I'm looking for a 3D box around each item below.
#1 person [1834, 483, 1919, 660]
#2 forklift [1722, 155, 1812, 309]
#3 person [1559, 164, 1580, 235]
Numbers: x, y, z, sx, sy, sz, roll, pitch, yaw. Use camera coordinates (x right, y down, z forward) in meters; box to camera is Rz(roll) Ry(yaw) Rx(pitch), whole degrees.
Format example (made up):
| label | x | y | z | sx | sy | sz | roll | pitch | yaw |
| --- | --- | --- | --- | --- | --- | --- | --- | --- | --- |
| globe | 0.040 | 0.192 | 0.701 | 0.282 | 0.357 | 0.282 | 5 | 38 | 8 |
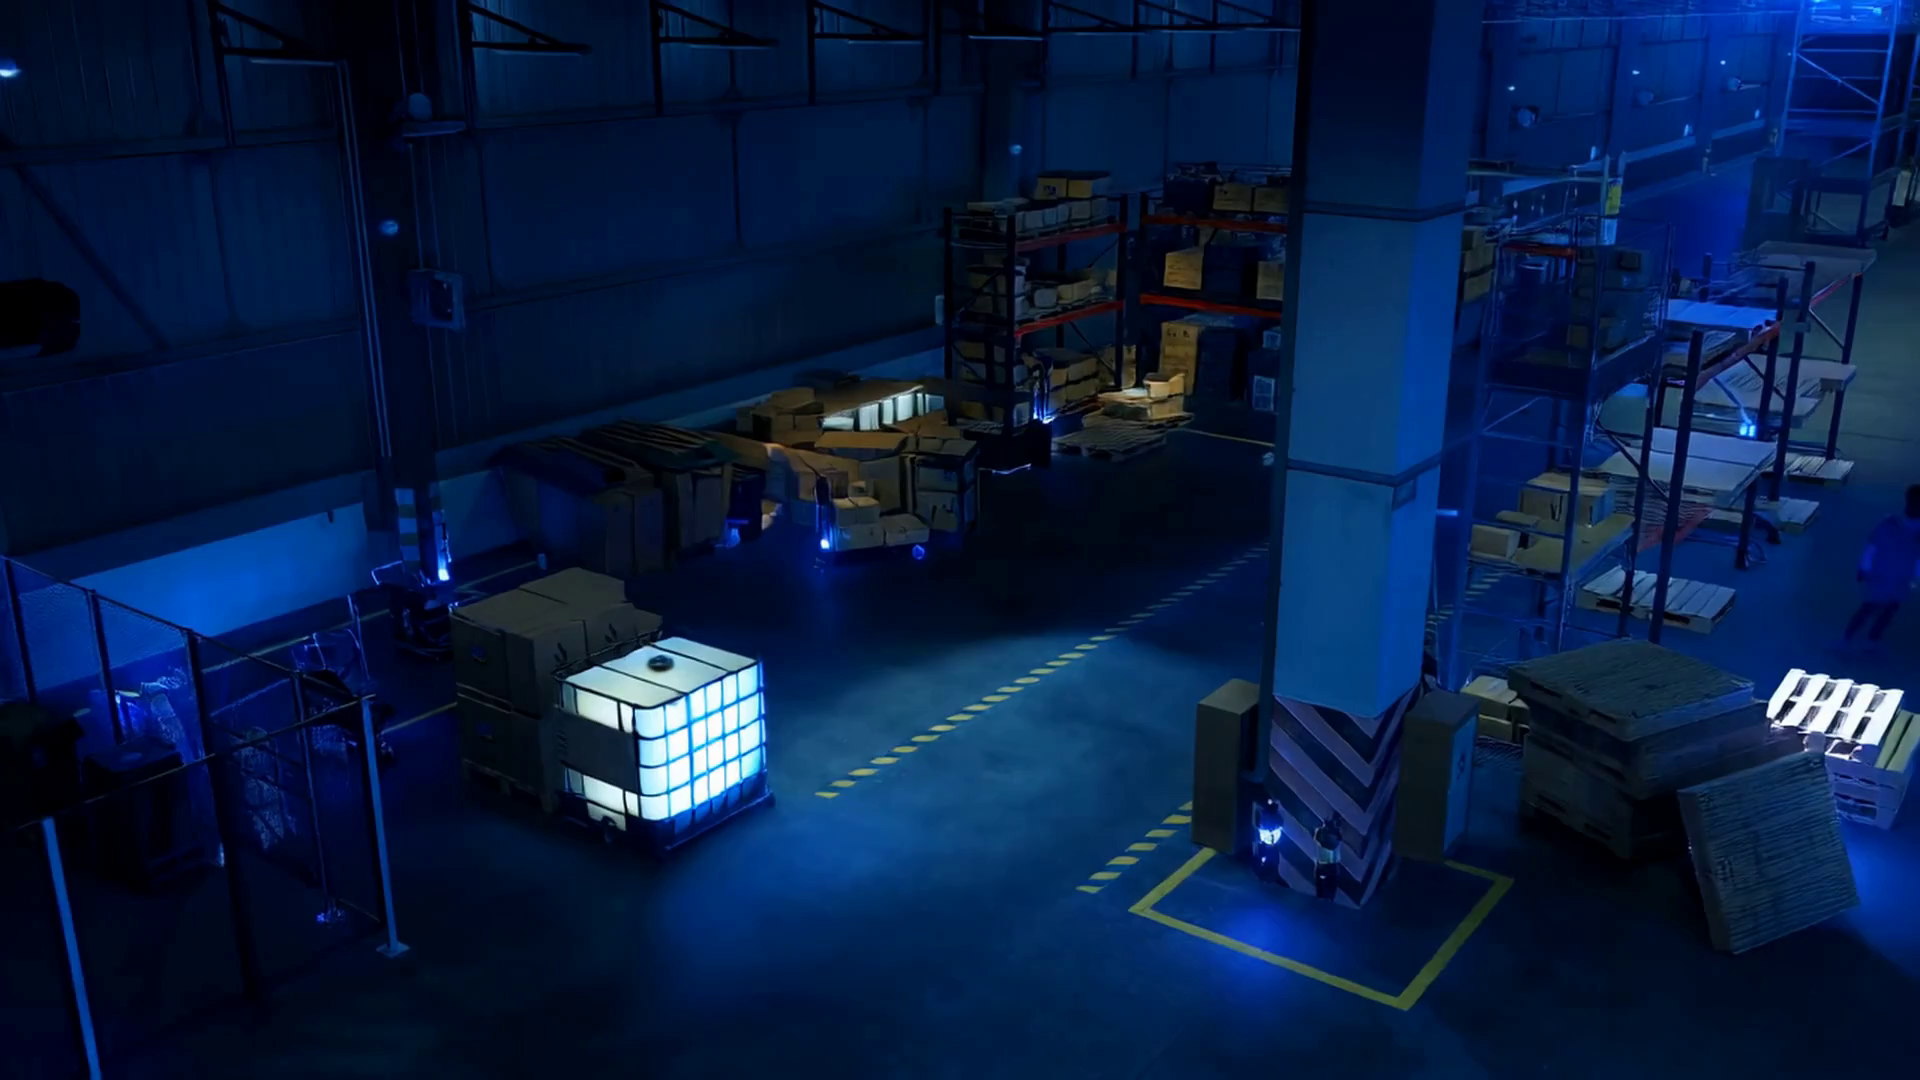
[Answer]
| label | x | y | z | sx | sy | sz | roll | pitch | yaw |
| --- | --- | --- | --- | --- | --- | --- | --- | --- | --- |
| person | 8.218 | 0.274 | 14.692 | 0.597 | 1.662 | 0.406 | -4 | 18 | -12 |
| forklift | 15.456 | -5.888 | 31.642 | 1.129 | 2.768 | 1.873 | 13 | 22 | 34 |
| person | 14.312 | -7.871 | 39.207 | 0.551 | 1.934 | 0.372 | -12 | 22 | -32 |
